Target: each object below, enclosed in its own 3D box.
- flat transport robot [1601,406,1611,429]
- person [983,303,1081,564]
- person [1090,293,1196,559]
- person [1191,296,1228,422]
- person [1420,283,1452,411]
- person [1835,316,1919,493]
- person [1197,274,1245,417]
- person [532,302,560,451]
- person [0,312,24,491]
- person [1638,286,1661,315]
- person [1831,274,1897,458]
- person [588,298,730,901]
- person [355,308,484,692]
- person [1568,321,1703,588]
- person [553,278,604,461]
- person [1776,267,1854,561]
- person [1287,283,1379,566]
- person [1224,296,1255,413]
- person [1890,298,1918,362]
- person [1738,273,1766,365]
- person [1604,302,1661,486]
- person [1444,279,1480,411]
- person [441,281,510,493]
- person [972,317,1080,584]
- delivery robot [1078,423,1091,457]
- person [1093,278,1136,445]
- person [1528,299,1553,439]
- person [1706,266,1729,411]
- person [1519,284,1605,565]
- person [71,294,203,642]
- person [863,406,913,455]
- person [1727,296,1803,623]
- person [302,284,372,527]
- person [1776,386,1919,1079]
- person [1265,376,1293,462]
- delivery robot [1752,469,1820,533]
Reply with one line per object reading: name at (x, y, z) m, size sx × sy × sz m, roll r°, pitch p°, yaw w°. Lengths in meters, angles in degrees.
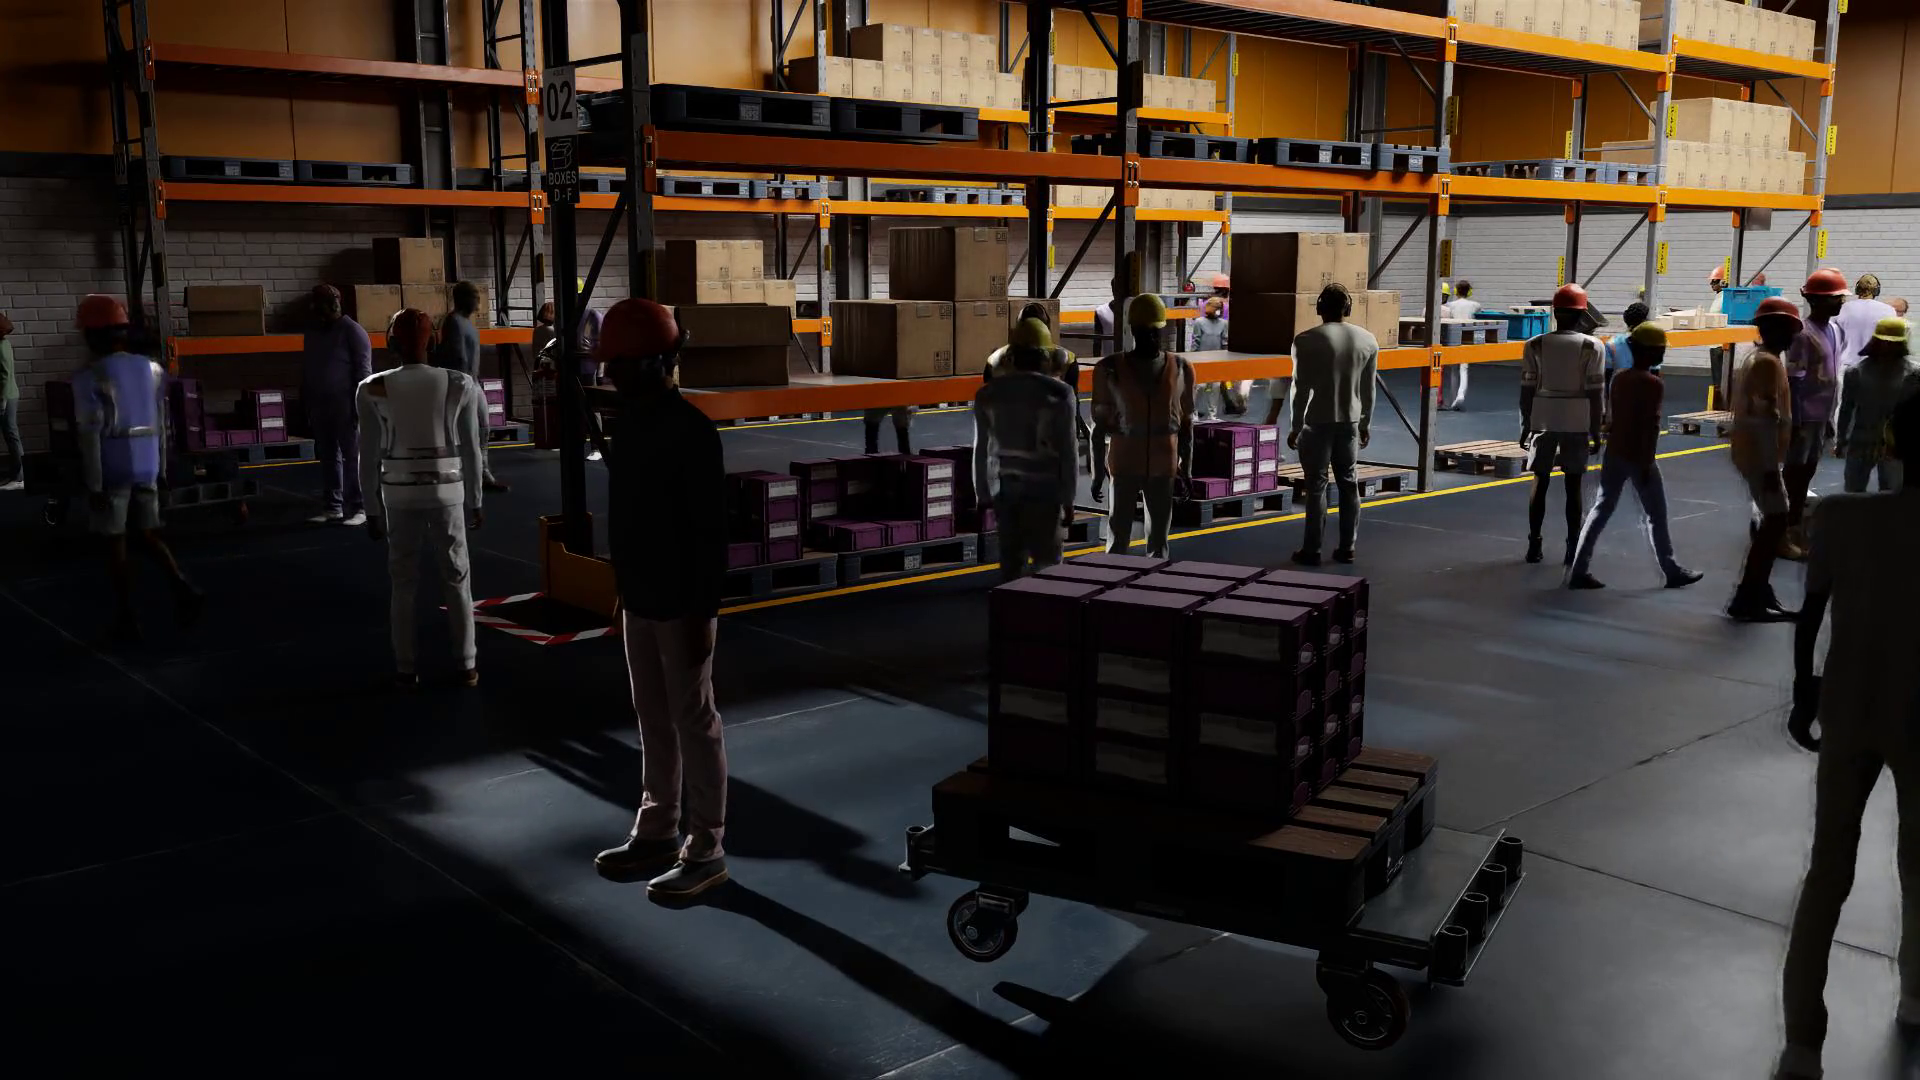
flat transport robot at (7.869, -1.539, 20.726) m, size 0.652 × 0.197 × 1.431 m, roll 6°, pitch 12°, yaw 33°
person at (0.467, -0.584, 10.587) m, size 0.618 × 1.836 × 0.430 m, roll 3°, pitch 10°, yaw 18°
person at (1.019, -0.403, 9.237) m, size 0.594 × 1.922 × 0.385 m, roll -1°, pitch 10°, yaw -5°
person at (3.176, -2.284, 21.155) m, size 0.528 × 1.616 × 0.296 m, roll -4°, pitch 11°, yaw -24°
person at (6.584, -2.661, 22.950) m, size 0.337 × 1.759 × 0.524 m, roll -5°, pitch 11°, yaw -28°
person at (6.304, -0.675, 11.440) m, size 0.517 × 1.716 × 0.529 m, roll 7°, pitch 12°, yaw 34°
person at (3.388, -2.577, 22.082) m, size 1.003 × 1.894 × 0.561 m, roll -5°, pitch 11°, yaw -27°
person at (-4.494, -1.787, 18.224) m, size 0.495 × 1.626 × 0.285 m, roll 8°, pitch 13°, yaw 39°
person at (-8.722, -1.268, 15.156) m, size 0.289 × 1.632 × 0.497 m, roll -6°, pitch 11°, yaw -30°
person at (10.049, -2.907, 24.563) m, size 1.002 × 1.704 × 0.536 m, roll -9°, pitch 13°, yaw -42°
person at (9.426, -1.804, 17.402) m, size 0.633 × 1.939 × 0.368 m, roll 9°, pitch 13°, yaw 41°
person at (-1.000, 0.198, 5.534) m, size 0.401 × 1.986 × 0.612 m, roll -8°, pitch 12°, yaw -39°
person at (-2.630, -0.191, 8.142) m, size 0.580 × 1.879 × 0.347 m, roll -3°, pitch 10°, yaw -18°
person at (4.309, -0.531, 10.579) m, size 0.903 × 1.712 × 0.542 m, roll -2°, pitch 10°, yaw -13°
person at (-3.974, -1.776, 17.303) m, size 0.588 × 1.918 × 0.397 m, roll 3°, pitch 10°, yaw 19°
person at (5.989, -0.879, 11.677) m, size 0.609 × 2.044 × 0.396 m, roll -8°, pitch 13°, yaw -39°
person at (2.550, -0.788, 11.453) m, size 0.636 × 1.939 × 0.364 m, roll -2°, pitch 10°, yaw -14°
person at (3.782, -2.647, 22.252) m, size 0.627 × 1.969 × 0.770 m, roll 4°, pitch 10°, yaw 22°
person at (11.504, -2.183, 20.558) m, size 0.524 × 1.614 × 0.700 m, roll 8°, pitch 12°, yaw 38°
person at (11.395, -2.904, 23.993) m, size 0.672 × 1.878 × 0.777 m, roll 1°, pitch 10°, yaw 4°
person at (6.226, -1.347, 15.428) m, size 0.319 × 1.697 × 0.532 m, roll -9°, pitch 13°, yaw -44°
person at (6.923, -2.694, 23.005) m, size 0.528 × 1.817 × 0.909 m, roll 3°, pitch 10°, yaw 18°
person at (-4.501, -1.348, 14.803) m, size 0.808 × 1.911 × 0.638 m, roll -1°, pitch 10°, yaw -4°
person at (0.318, -0.252, 8.715) m, size 0.610 × 1.814 × 0.645 m, roll 5°, pitch 11°, yaw 26°
delivery robot at (1.141, -1.032, 16.650) m, size 0.477 × 0.478 × 0.707 m, roll 0°, pitch 10°, yaw 0°
person at (1.801, -2.014, 18.726) m, size 0.604 × 1.908 × 0.396 m, roll 1°, pitch 10°, yaw 4°
person at (6.779, -1.947, 19.136) m, size 0.312 × 1.634 × 0.516 m, roll -4°, pitch 10°, yaw -21°
person at (9.813, -2.535, 21.513) m, size 0.391 × 1.995 × 0.613 m, roll 2°, pitch 10°, yaw 14°
person at (4.154, -0.794, 11.496) m, size 0.553 × 1.933 × 0.370 m, roll 5°, pitch 11°, yaw 27°
person at (-4.520, -0.374, 9.075) m, size 0.551 × 1.924 × 0.568 m, roll 5°, pitch 11°, yaw 25°
person at (-0.692, -1.275, 15.072) m, size 0.548 × 1.665 × 0.755 m, roll 4°, pitch 11°, yaw 24°
person at (4.721, -0.465, 9.700) m, size 0.421 × 1.895 × 0.599 m, roll 5°, pitch 11°, yaw 28°
person at (-4.940, -1.055, 13.115) m, size 0.652 × 1.904 × 0.402 m, roll 5°, pitch 11°, yaw 25°
person at (2.409, 0.490, 4.345) m, size 0.534 × 1.823 × 0.989 m, roll 8°, pitch 12°, yaw 39°
person at (3.494, -1.803, 17.232) m, size 0.617 × 1.993 × 1.030 m, roll 9°, pitch 13°, yaw 44°
delivery robot at (6.084, -0.280, 12.249) m, size 0.477 × 0.478 × 0.707 m, roll 3°, pitch 10°, yaw 16°
